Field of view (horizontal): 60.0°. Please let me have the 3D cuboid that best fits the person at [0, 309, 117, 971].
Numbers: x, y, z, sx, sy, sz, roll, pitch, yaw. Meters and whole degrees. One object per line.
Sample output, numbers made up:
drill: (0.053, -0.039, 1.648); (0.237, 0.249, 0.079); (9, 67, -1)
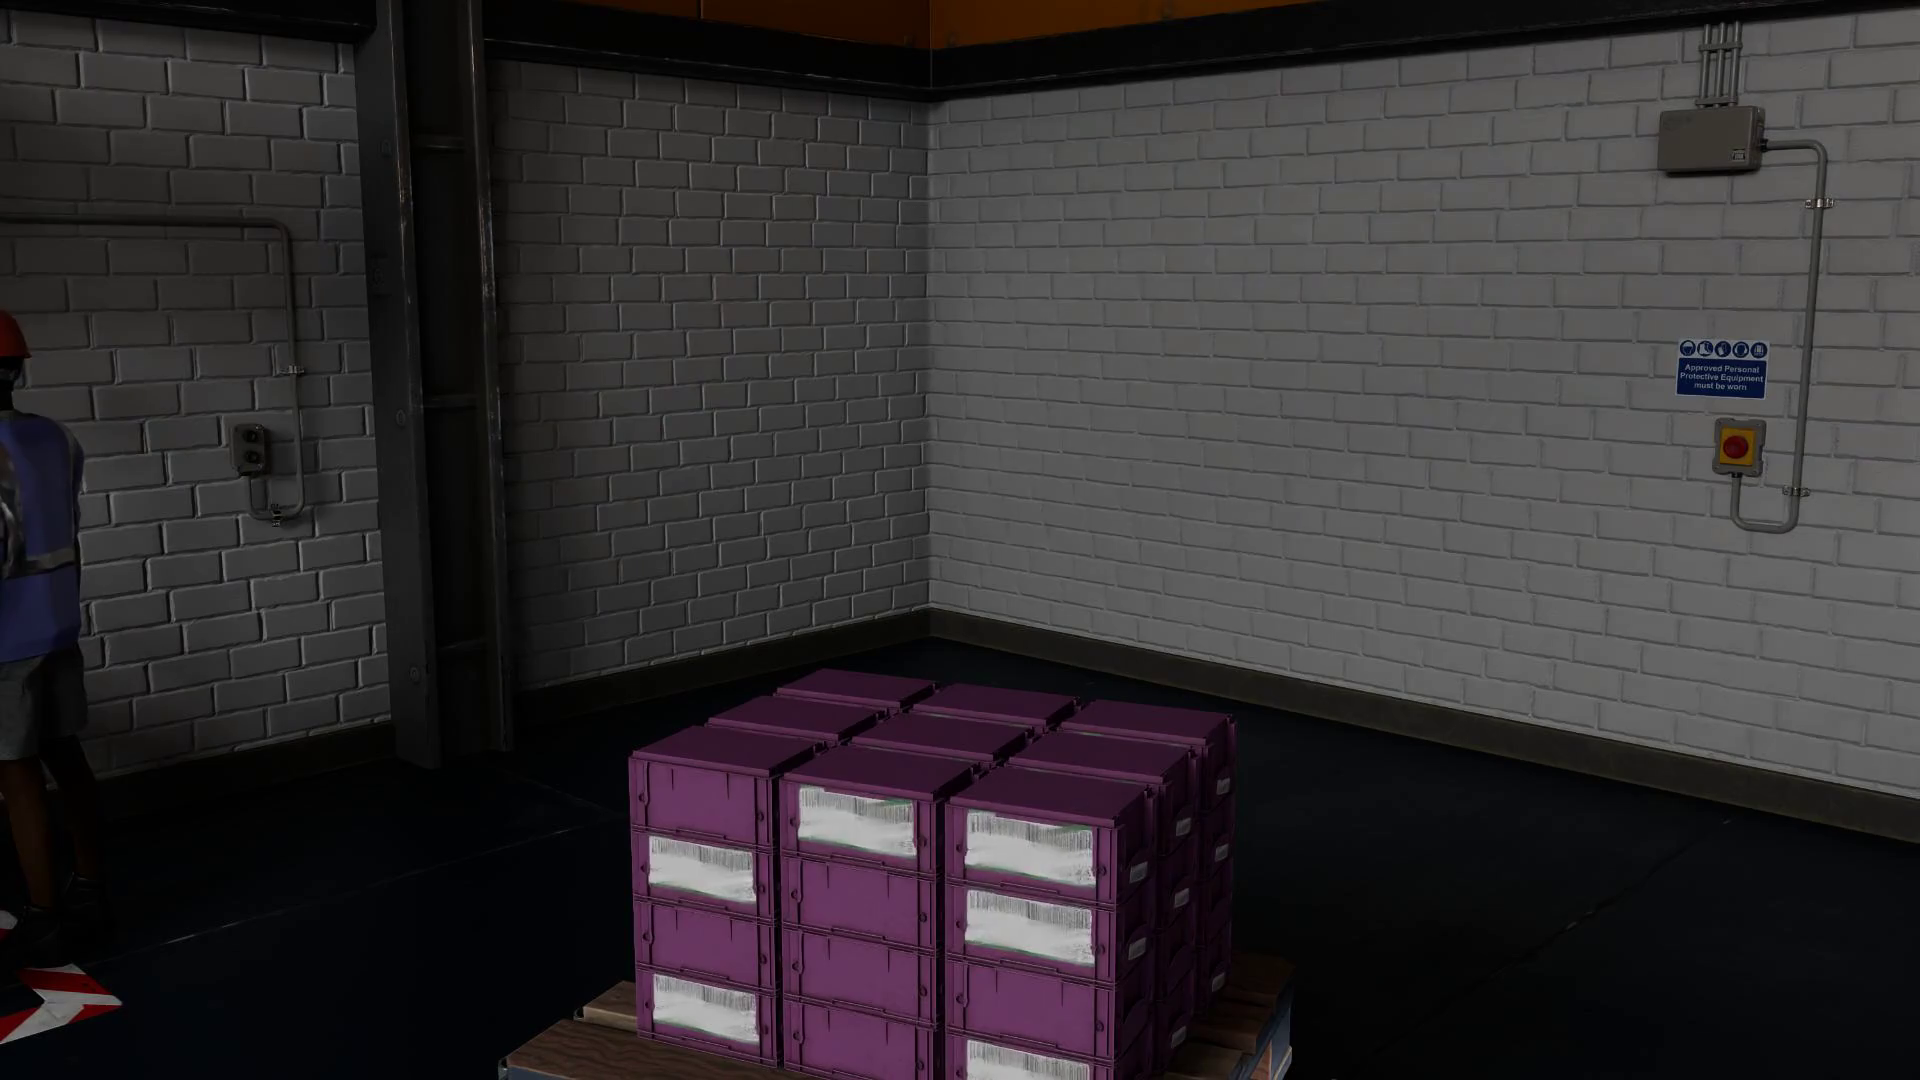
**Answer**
person: (-2.761, 0.278, 4.822); (0.375, 1.935, 0.550); (0, 9, 3)
